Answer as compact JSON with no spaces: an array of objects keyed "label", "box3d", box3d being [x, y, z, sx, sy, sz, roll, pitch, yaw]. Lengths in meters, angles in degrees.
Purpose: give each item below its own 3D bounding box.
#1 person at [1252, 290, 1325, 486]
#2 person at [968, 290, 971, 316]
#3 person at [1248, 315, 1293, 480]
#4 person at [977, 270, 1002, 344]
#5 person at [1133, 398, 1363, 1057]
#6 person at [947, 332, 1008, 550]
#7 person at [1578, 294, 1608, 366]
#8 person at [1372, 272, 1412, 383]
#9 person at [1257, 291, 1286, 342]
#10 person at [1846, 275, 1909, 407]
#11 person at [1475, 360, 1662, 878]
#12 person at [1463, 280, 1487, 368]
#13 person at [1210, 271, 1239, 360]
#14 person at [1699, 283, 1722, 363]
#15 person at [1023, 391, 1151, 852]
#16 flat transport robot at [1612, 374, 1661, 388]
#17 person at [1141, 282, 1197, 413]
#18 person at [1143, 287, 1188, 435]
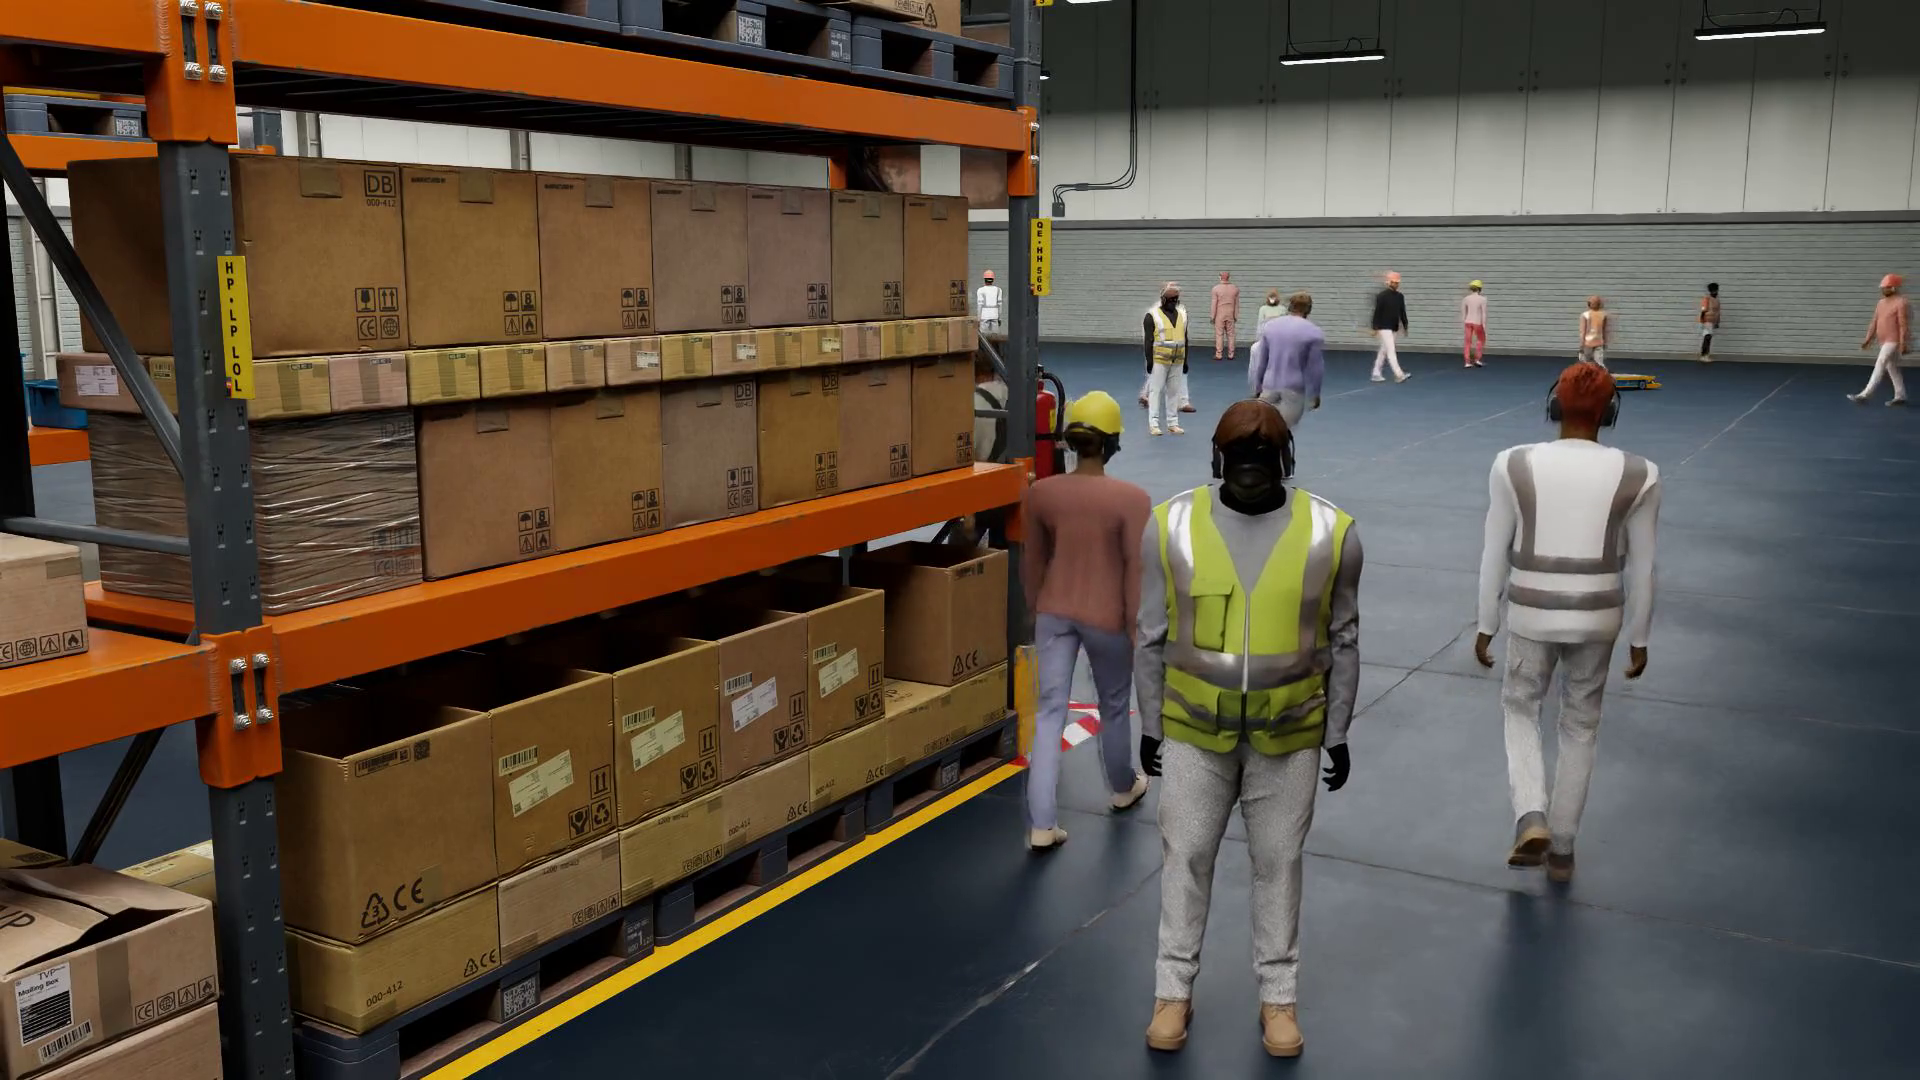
[{"label":"person","box3d":[3.115,-1.404,15.743,0.652,1.905,0.516,8,13,40]},{"label":"person","box3d":[-0.028,-4.624,34.844,0.582,1.822,0.555,7,12,37]},{"label":"person","box3d":[3.117,-1.419,16.624,0.523,1.638,0.310,8,13,40]},{"label":"person","box3d":[0.594,-4.613,34.449,0.553,1.935,0.364,-4,10,-21]},{"label":"person","box3d":[0.793,0.526,4.641,0.624,1.845,0.430,2,10,9]},{"label":"person","box3d":[0.149,-0.193,8.915,0.508,1.828,0.449,-8,13,-40]},{"label":"person","box3d":[10.203,-3.138,26.736,0.517,1.614,0.703,-2,10,-10]},{"label":"person","box3d":[7.632,-3.735,29.286,0.646,1.936,1.009,-6,11,-32]},{"label":"person","box3d":[5.695,-3.756,30.447,0.517,1.579,0.869,3,10,18]},{"label":"person","box3d":[13.651,-2.938,24.613,1.015,1.941,0.619,0,10,2]},{"label":"person","box3d":[2.139,0.301,5.877,0.604,1.866,0.464,3,10,18]},{"label":"person","box3d":[10.330,-4.317,33.247,0.556,1.747,0.600,9,13,44]},{"label":"person","box3d":[5.652,-4.808,35.682,0.643,1.909,0.399,-3,10,-17]},{"label":"person","box3d":[15.614,-4.504,34.579,0.601,1.660,0.524,-6,11,-31]},{"label":"person","box3d":[0.490,0.288,6.388,0.538,1.712,0.899,5,11,25]},{"label":"flat transport robot","box3d":[10.956,-2.657,27.867,1.431,0.197,0.652,-4,10,-20]},{"label":"person","box3d":[2.998,-2.784,23.946,0.650,1.865,0.979,-7,12,-36]},{"label":"person","box3d":[2.594,-2.231,20.793,0.626,1.842,0.429,-5,11,-25]}]
